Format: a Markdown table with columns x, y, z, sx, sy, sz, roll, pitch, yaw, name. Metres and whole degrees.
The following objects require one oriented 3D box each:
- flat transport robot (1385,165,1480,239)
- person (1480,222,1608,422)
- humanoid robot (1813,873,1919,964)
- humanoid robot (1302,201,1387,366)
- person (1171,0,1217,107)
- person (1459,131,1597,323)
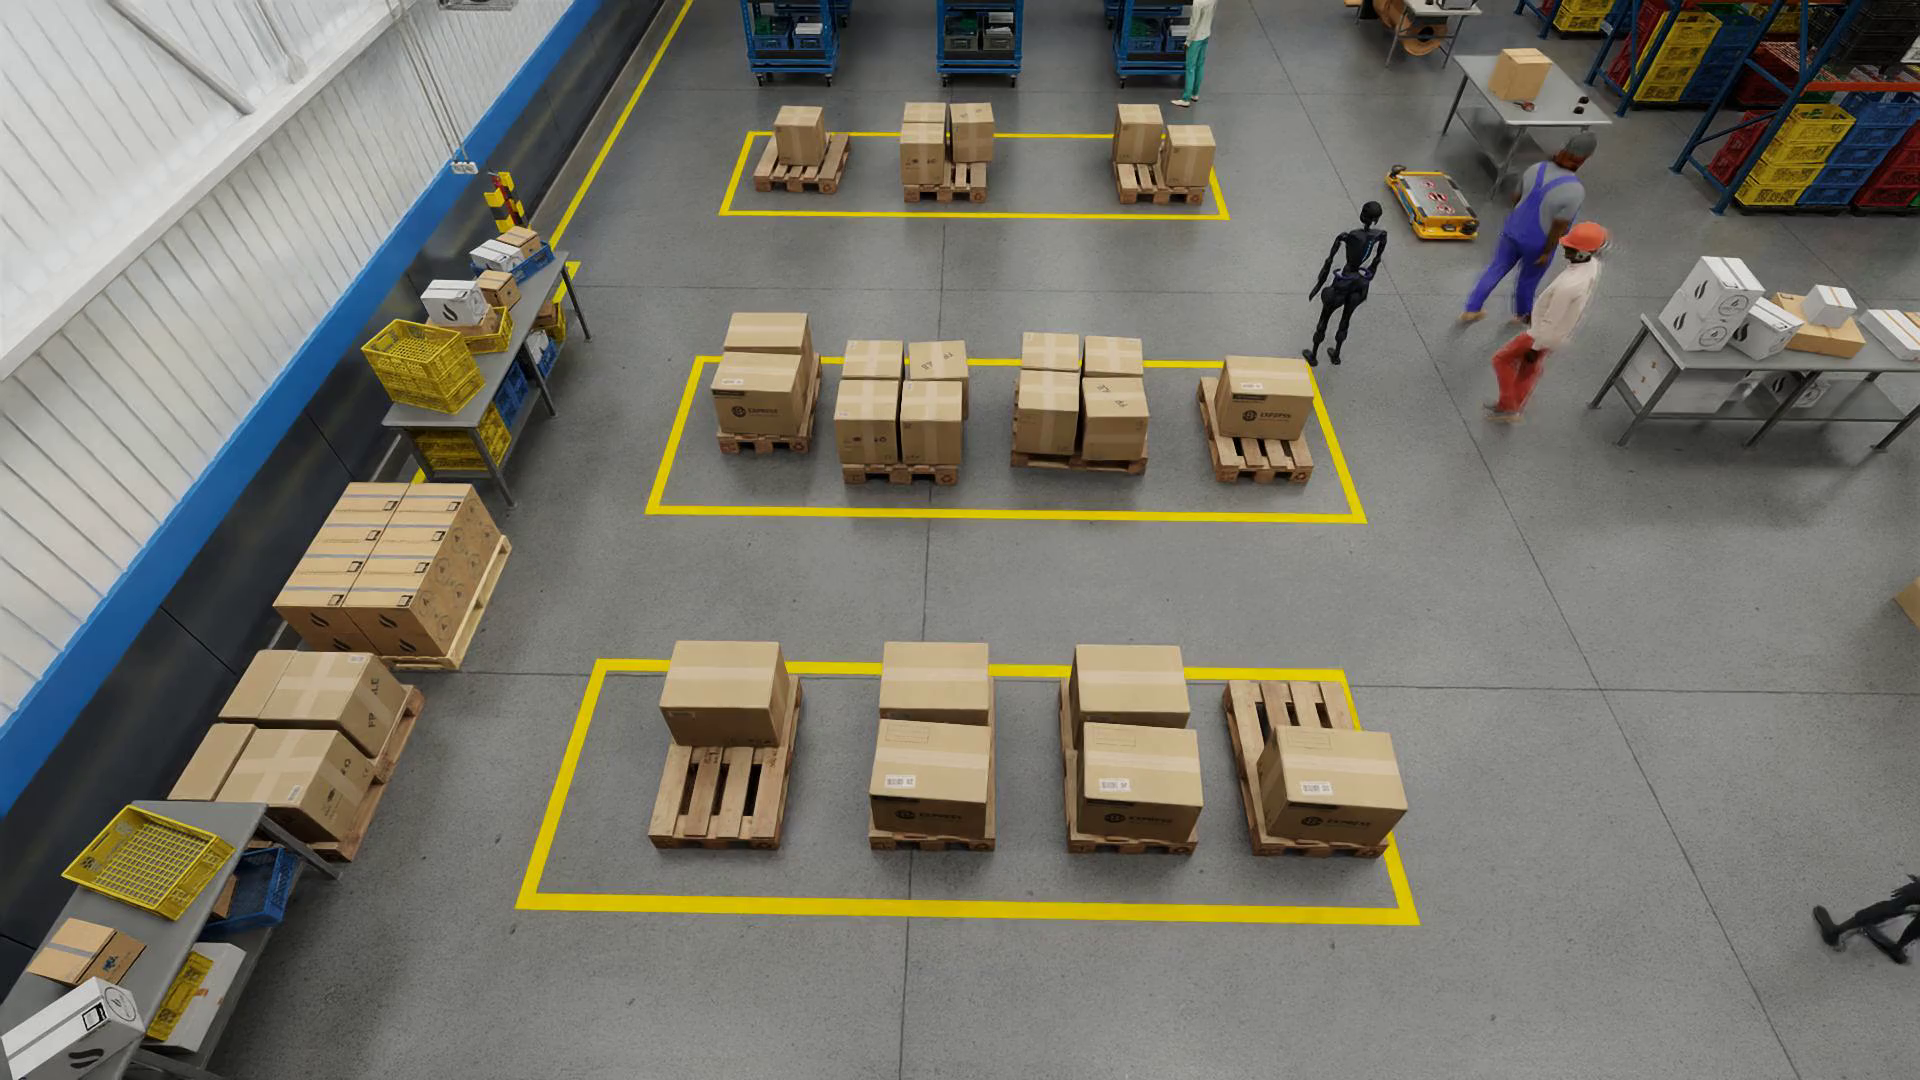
| x | y | z | sx | sy | sz | roll | pitch | yaw | name |
| --- | --- | --- | --- | --- | --- | --- | --- | --- | --- |
| 5.692 | -4.094 | 11.059 | 0.652 | 0.197 | 1.431 | 1 | 49 | 1 | flat transport robot |
| 5.075 | -1.851 | 8.013 | 0.601 | 1.971 | 0.451 | -32 | 56 | -25 | person |
| 5.524 | 1.884 | 4.984 | 0.680 | 1.629 | 0.363 | -2 | 49 | -2 | humanoid robot |
| 3.654 | -2.416 | 8.693 | 0.562 | 1.650 | 0.357 | -7 | 49 | -6 | humanoid robot |
| 3.225 | -6.844 | 12.464 | 0.295 | 1.772 | 0.532 | 34 | 57 | 26 | person |
| 5.675 | -3.033 | 8.988 | 0.838 | 2.000 | 0.698 | -16 | 51 | -13 | person |
